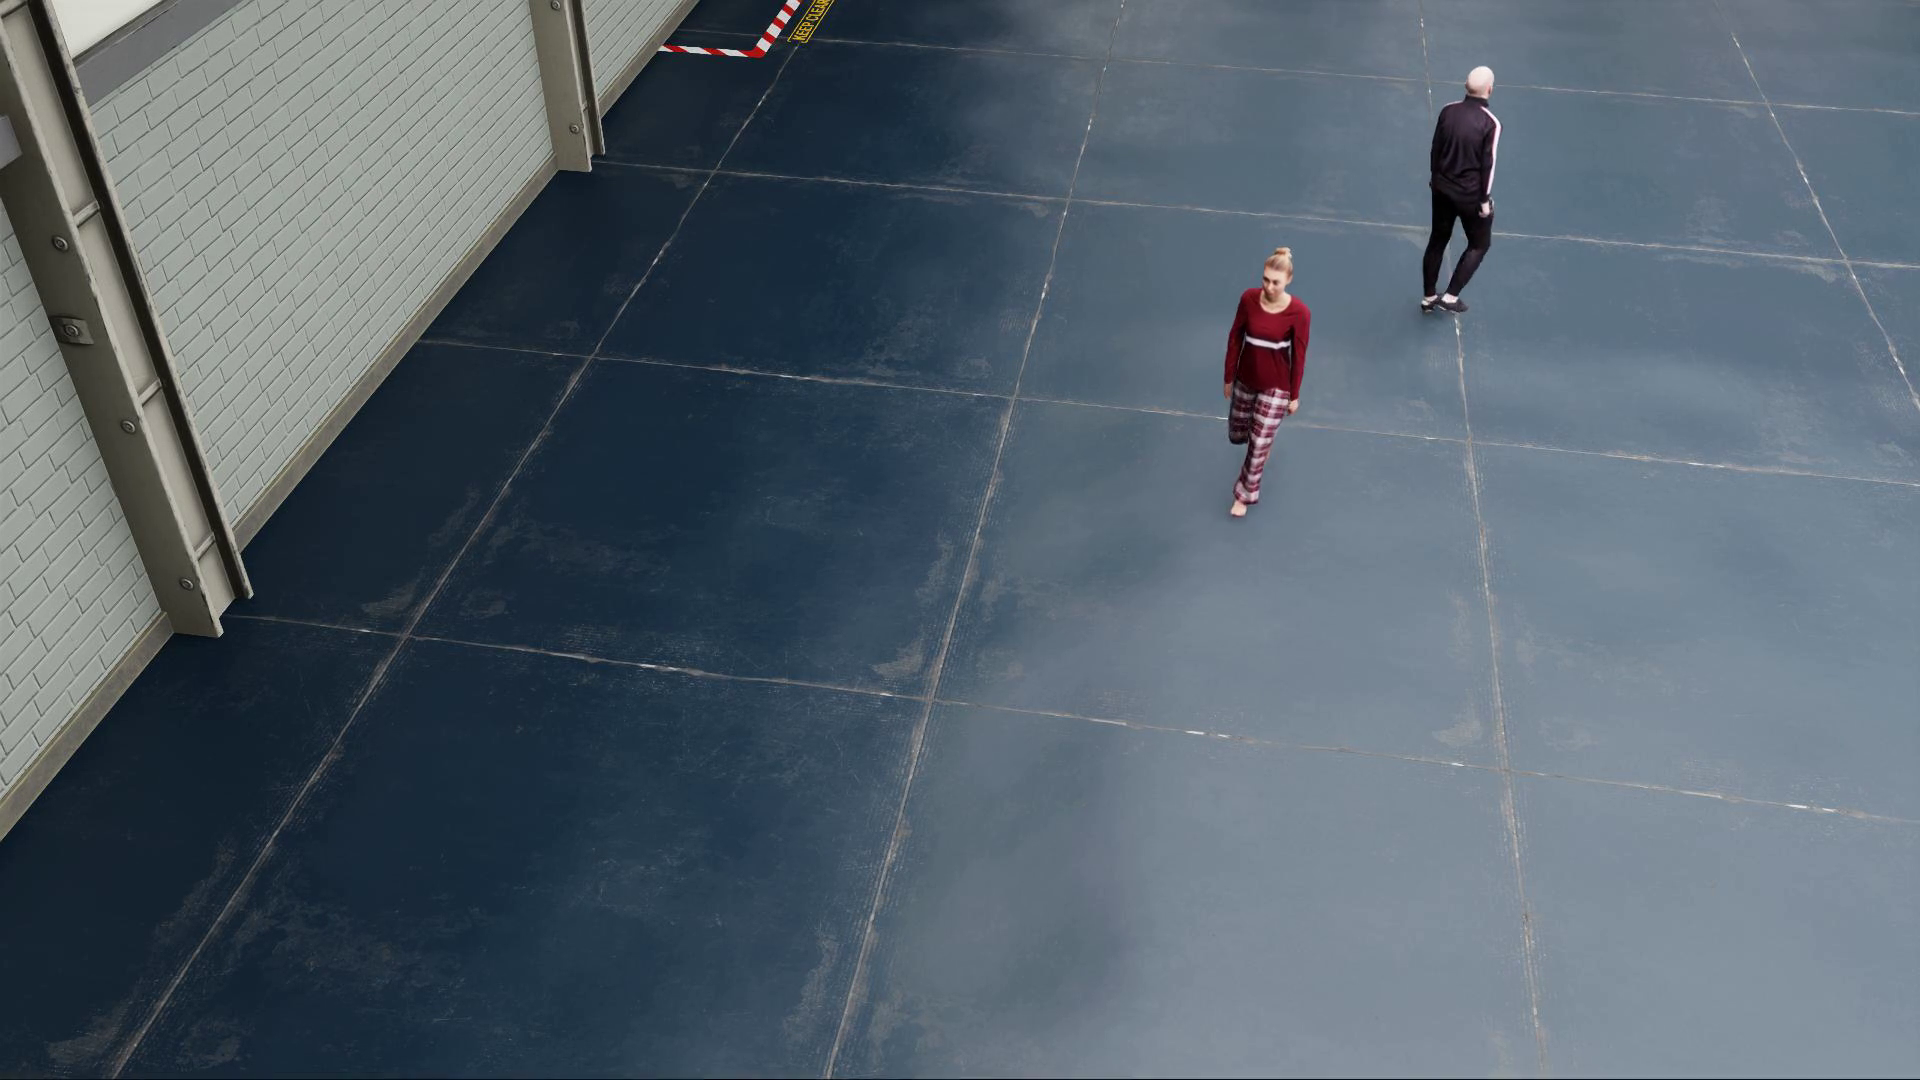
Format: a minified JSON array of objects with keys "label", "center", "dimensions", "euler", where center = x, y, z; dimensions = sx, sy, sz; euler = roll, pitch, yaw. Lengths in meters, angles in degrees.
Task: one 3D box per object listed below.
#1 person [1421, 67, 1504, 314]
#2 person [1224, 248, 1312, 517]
[{"label":"person","center":[3.414,-2.358,11.547],"dimensions":[0.843,1.821,0.810],"euler":[-28,46,-31]},{"label":"person","center":[1.819,-0.960,9.872],"dimensions":[0.791,1.683,0.967],"euler":[18,41,21]}]
